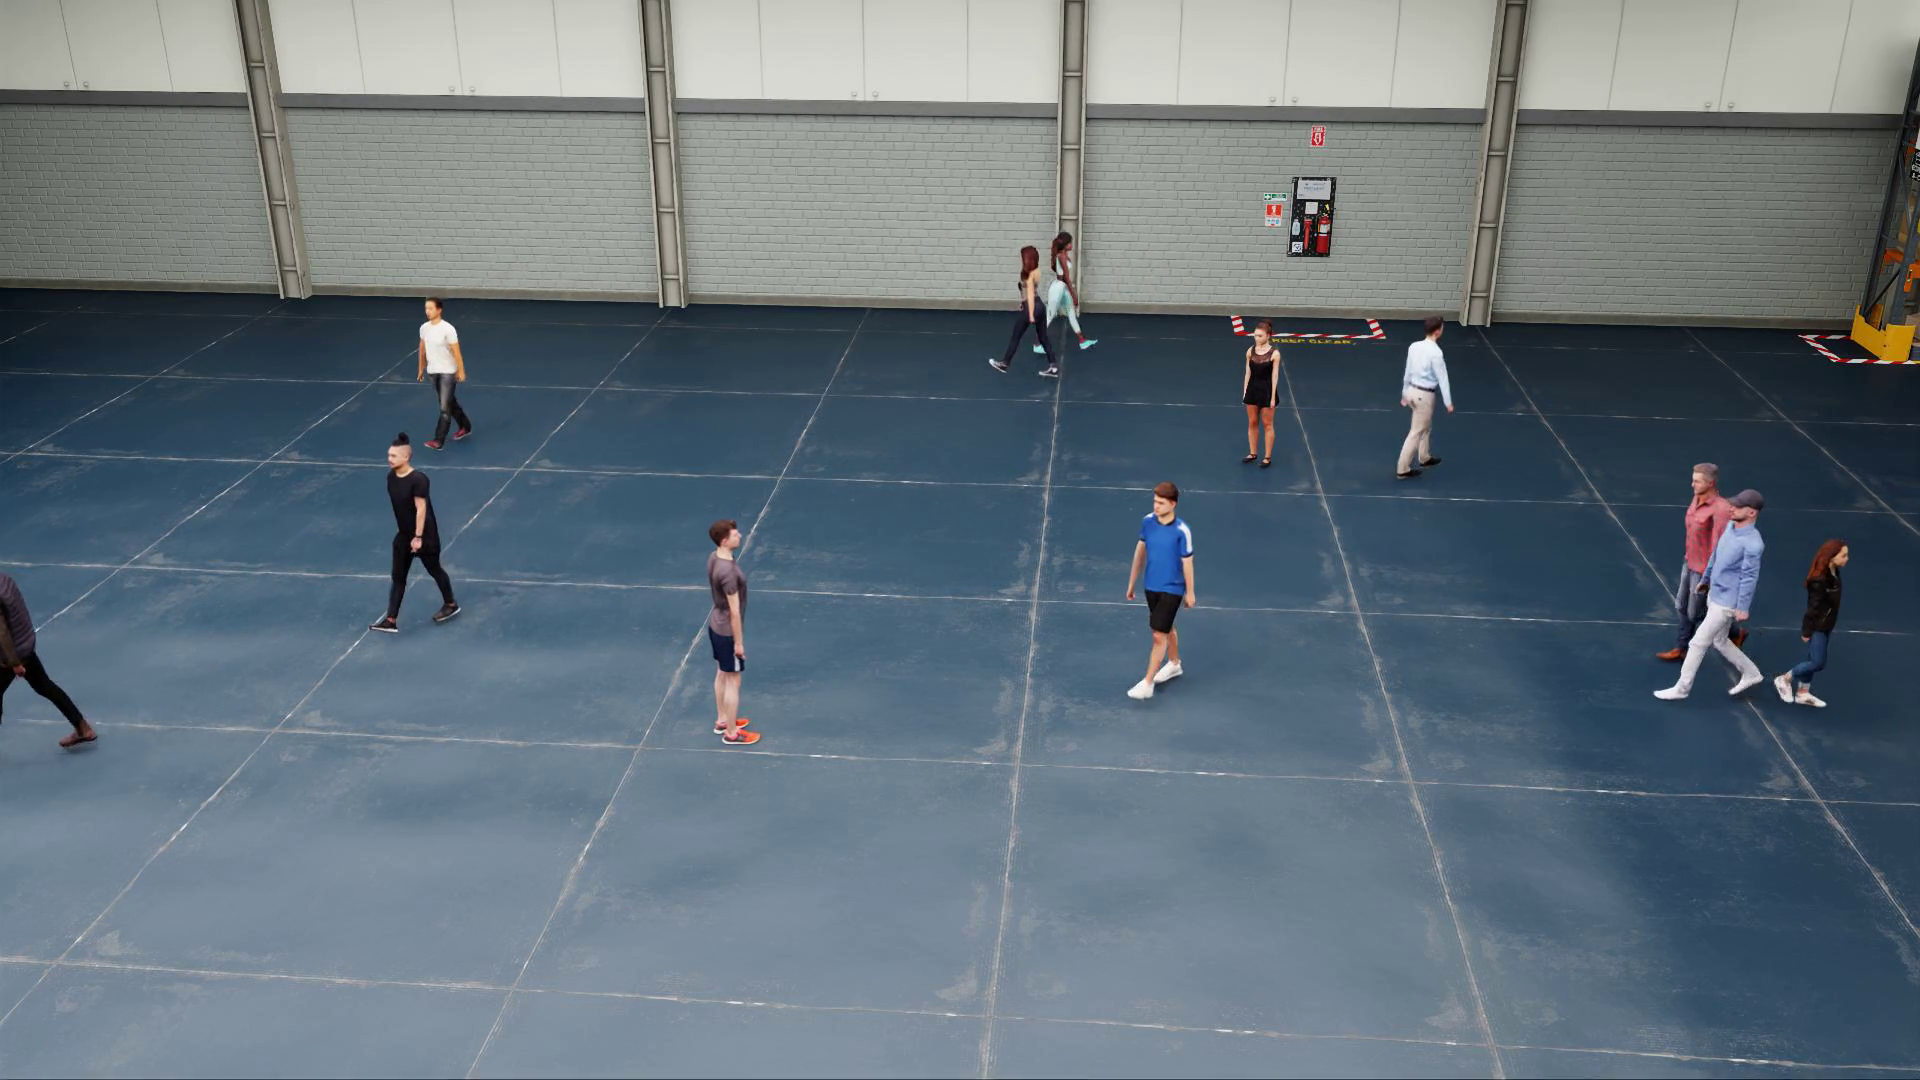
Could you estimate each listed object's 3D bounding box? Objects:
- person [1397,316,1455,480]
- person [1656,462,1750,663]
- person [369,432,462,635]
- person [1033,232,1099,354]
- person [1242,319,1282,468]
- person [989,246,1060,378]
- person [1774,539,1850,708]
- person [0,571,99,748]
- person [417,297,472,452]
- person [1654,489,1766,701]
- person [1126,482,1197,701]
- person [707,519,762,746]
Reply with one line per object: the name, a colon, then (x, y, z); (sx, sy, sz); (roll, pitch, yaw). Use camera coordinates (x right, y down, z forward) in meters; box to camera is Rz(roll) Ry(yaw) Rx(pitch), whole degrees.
person: (5.009, -1.537, 18.278); (1.043, 1.822, 0.896); (-9, 25, -19)
person: (6.411, 0.223, 14.158); (0.928, 1.808, 0.757); (-1, 23, -3)
person: (-4.785, -0.073, 14.842); (1.176, 1.818, 1.067); (13, 26, 29)
person: (1.264, -3.334, 22.688); (1.094, 1.678, 0.561); (2, 23, 4)
person: (3.407, -1.665, 18.759); (0.663, 1.682, 0.753); (16, 28, 33)
person: (1.046, -2.935, 21.709); (1.227, 1.711, 0.848); (8, 24, 19)
person: (6.930, 0.663, 13.547); (0.776, 1.475, 0.717); (19, 30, 38)
person: (-7.128, 0.863, 12.689); (1.315, 1.779, 0.953); (-6, 24, -13)
person: (-5.946, -1.957, 19.345); (1.154, 1.761, 0.996); (11, 25, 23)
person: (6.301, 0.459, 13.532); (1.104, 1.863, 0.651); (3, 23, 6)
person: (1.761, 0.372, 13.773); (1.158, 1.836, 1.126); (-21, 31, -40)
person: (-1.813, 0.706, 12.966); (0.711, 1.852, 0.723); (-9, 25, -20)
